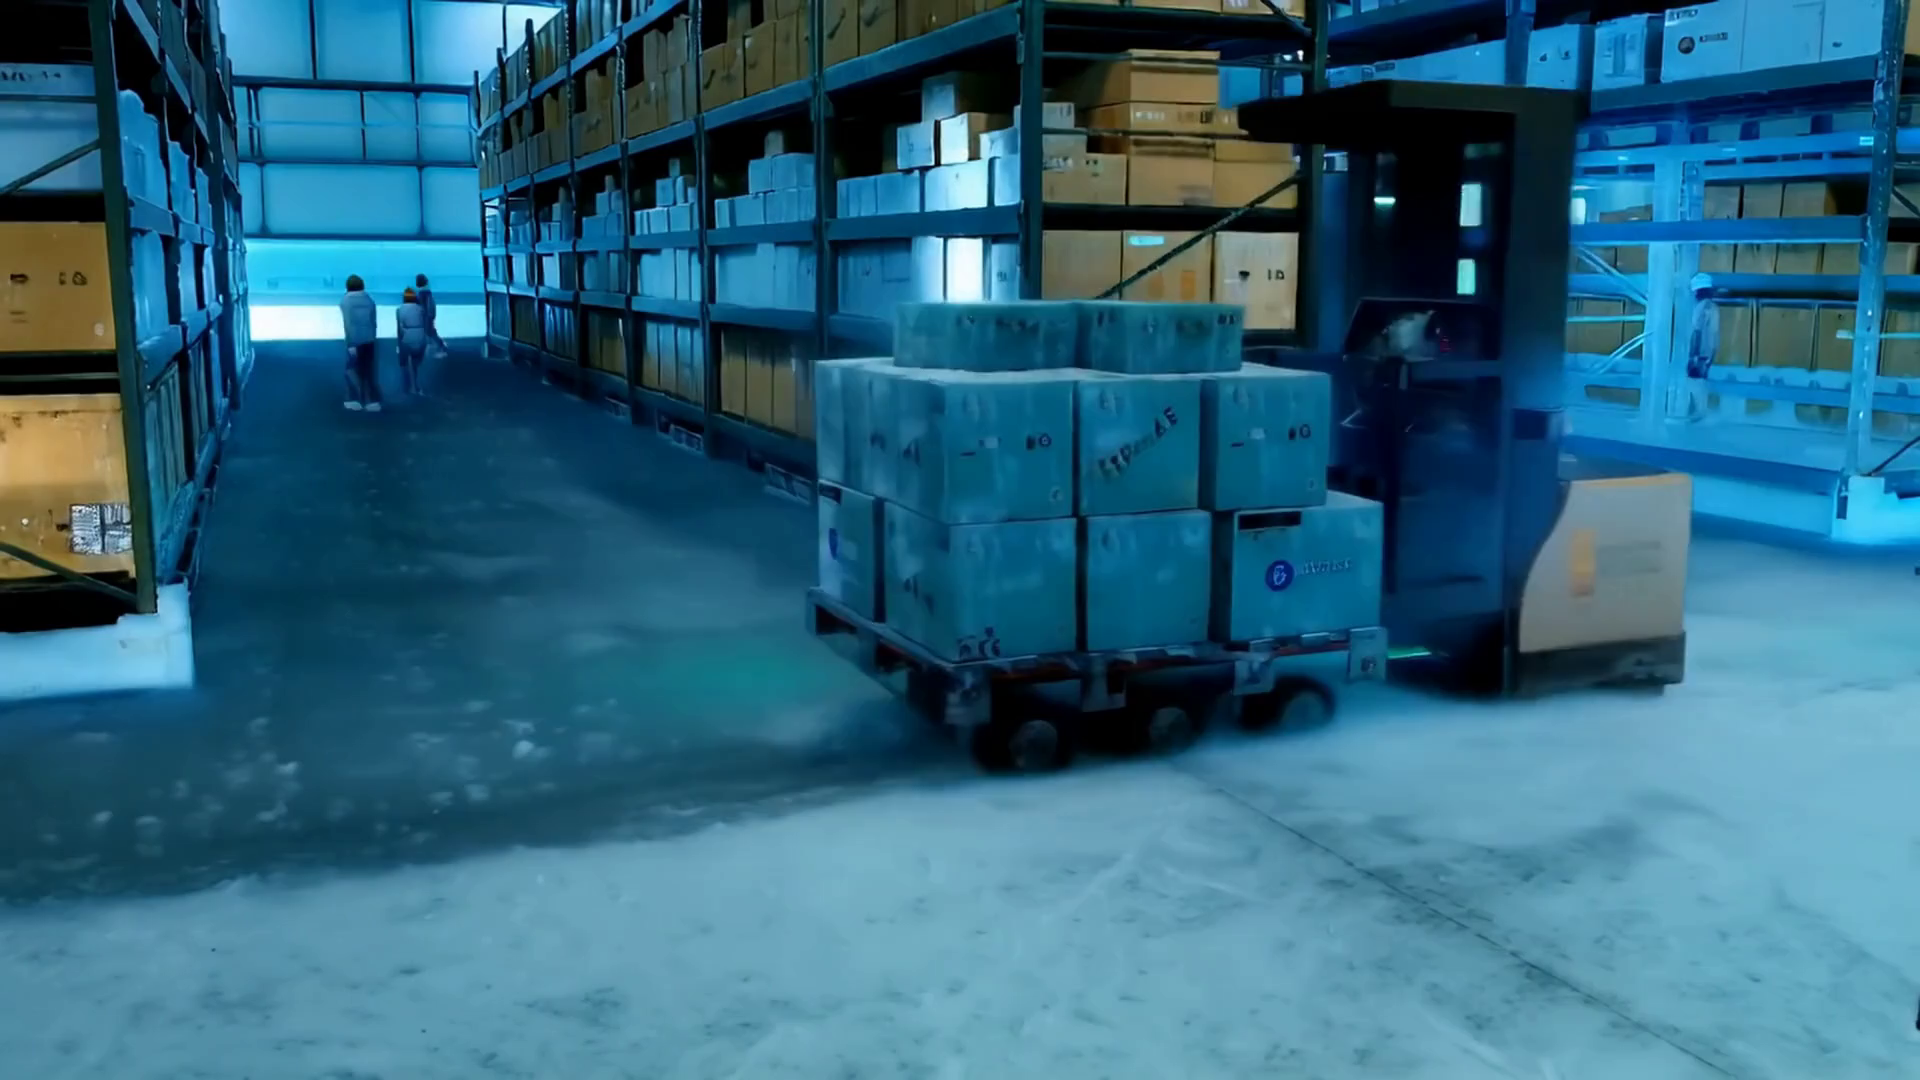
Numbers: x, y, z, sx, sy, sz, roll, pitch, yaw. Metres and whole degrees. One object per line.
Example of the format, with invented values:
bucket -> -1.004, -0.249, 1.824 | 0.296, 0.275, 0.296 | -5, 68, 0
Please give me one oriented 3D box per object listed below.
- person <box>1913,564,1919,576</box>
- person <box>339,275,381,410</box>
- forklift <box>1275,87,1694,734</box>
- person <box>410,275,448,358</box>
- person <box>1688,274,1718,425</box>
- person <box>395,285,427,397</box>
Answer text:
person -> 6.775, -0.739, 10.977 | 1.067, 1.990, 0.631 | -4, 10, -21
person -> -8.419, -2.773, 23.401 | 0.666, 1.894, 0.646 | 6, 11, 30
forklift -> 2.435, -0.663, 7.832 | 1.873, 2.768, 1.129 | -4, 10, -23
person -> -11.636, -4.841, 36.137 | 0.981, 1.791, 0.624 | -3, 10, -19
person -> 9.202, -2.331, 20.709 | 0.396, 1.930, 0.544 | 8, 12, 38
person -> -8.526, -3.080, 25.778 | 0.515, 1.707, 0.809 | -7, 12, -35
